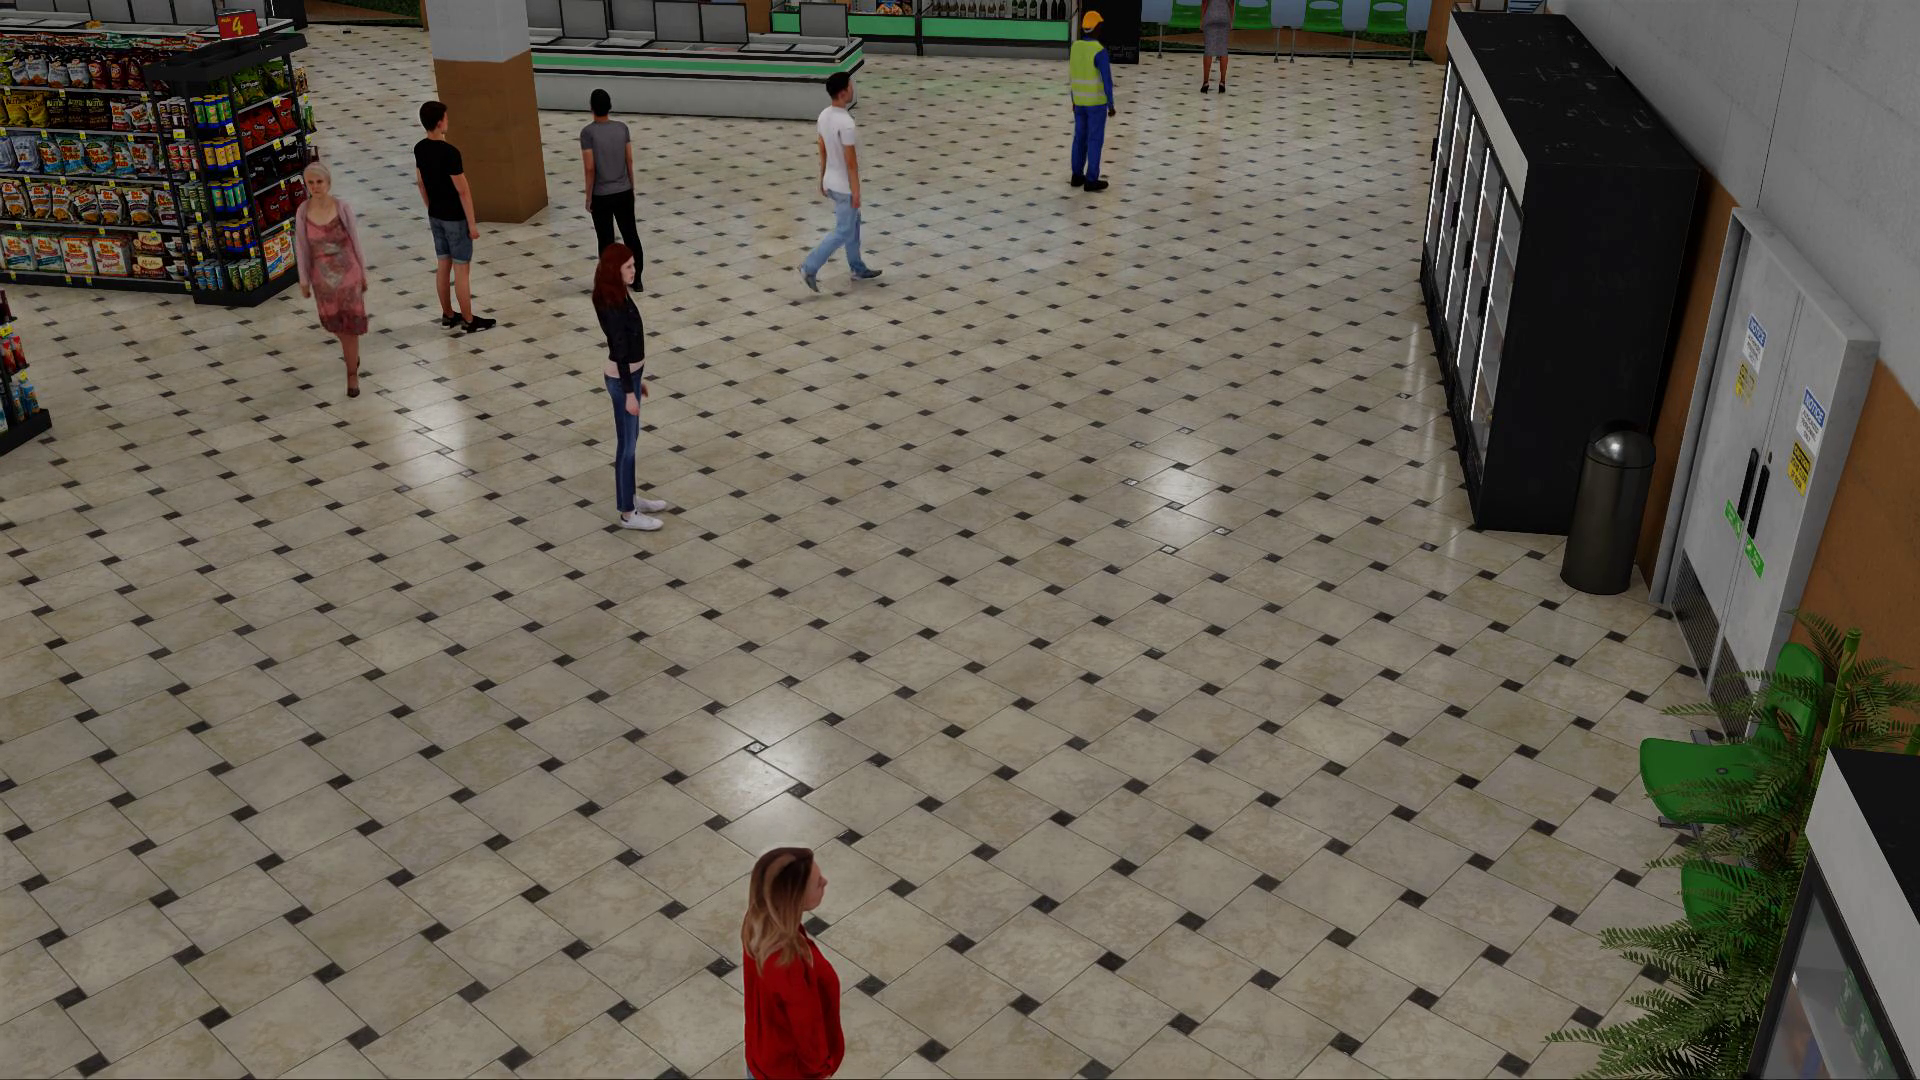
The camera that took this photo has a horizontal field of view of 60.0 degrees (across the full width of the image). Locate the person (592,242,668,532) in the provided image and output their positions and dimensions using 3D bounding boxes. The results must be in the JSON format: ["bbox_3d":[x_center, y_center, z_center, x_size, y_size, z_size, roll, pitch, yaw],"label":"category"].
[{"bbox_3d":[-2.028,-0.934,10.101,0.609,1.789,0.623,-1,27,-3],"label":"person"}]

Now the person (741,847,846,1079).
[{"bbox_3d":[-0.521,1.646,5.107,0.716,1.704,0.684,-14,30,-26],"label":"person"}]

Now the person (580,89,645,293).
[{"bbox_3d":[-2.957,-2.939,14.092,0.704,1.754,0.756,-19,32,-32],"label":"person"}]

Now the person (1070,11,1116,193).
[{"bbox_3d":[1.337,-4.516,17.139,0.840,1.812,0.755,-23,35,-38],"label":"person"}]

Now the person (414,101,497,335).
[{"bbox_3d":[-4.089,-2.575,13.272,0.641,1.847,0.804,16,31,29],"label":"person"}]

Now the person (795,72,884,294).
[{"bbox_3d":[-1.077,-3.002,14.125,1.225,1.837,1.118,-14,30,-26],"label":"person"}]

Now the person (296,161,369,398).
[{"bbox_3d":[-4.593,-1.942,12.236,1.087,1.656,0.943,-6,28,-12],"label":"person"}]

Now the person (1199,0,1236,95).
[{"bbox_3d":[3.309,-6.663,21.406,0.497,1.781,0.674,1,27,1],"label":"person"}]
